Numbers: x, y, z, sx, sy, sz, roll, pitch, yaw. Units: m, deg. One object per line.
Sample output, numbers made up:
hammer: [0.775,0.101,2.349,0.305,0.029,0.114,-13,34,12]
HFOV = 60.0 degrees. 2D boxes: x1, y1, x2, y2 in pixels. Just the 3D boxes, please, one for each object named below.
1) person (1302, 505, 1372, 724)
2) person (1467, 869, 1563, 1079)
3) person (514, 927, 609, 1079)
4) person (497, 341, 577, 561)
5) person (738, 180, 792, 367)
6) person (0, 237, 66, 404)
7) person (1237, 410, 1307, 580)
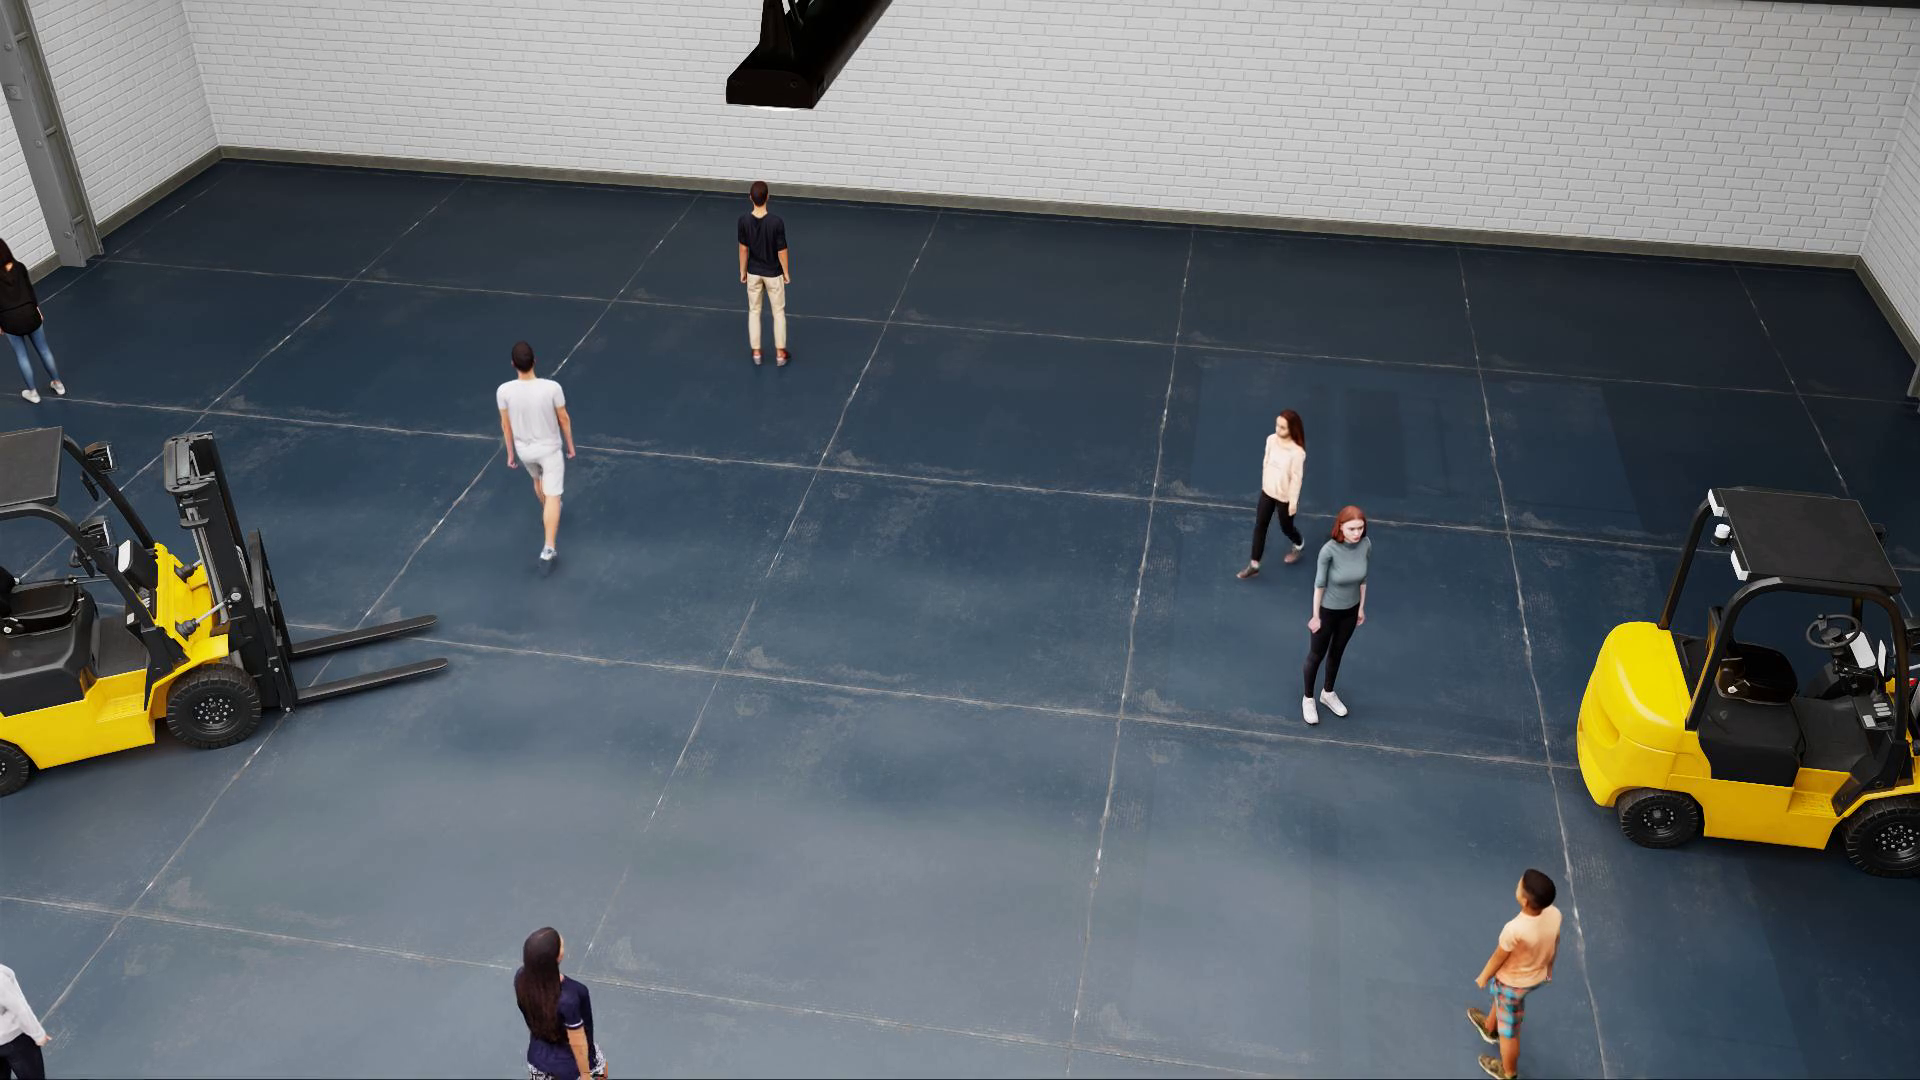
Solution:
person: [2.631,0.504,11.616,0.672,1.743,0.687,-11,35,-16]
person: [3.086,2.411,9.018,0.774,1.444,0.853,-17,37,-24]
person: [-2.058,2.668,8.363,0.824,1.741,1.130,17,37,24]
person: [-3.380,-0.684,13.338,0.874,1.816,1.297,-2,34,-2]
person: [-1.895,-2.589,16.172,0.640,1.852,0.557,4,34,6]
person: [-8.834,-2.092,15.613,0.621,1.643,0.700,-28,43,-35]
person: [2.585,-0.374,13.196,1.022,1.457,0.939,-24,40,-31]
